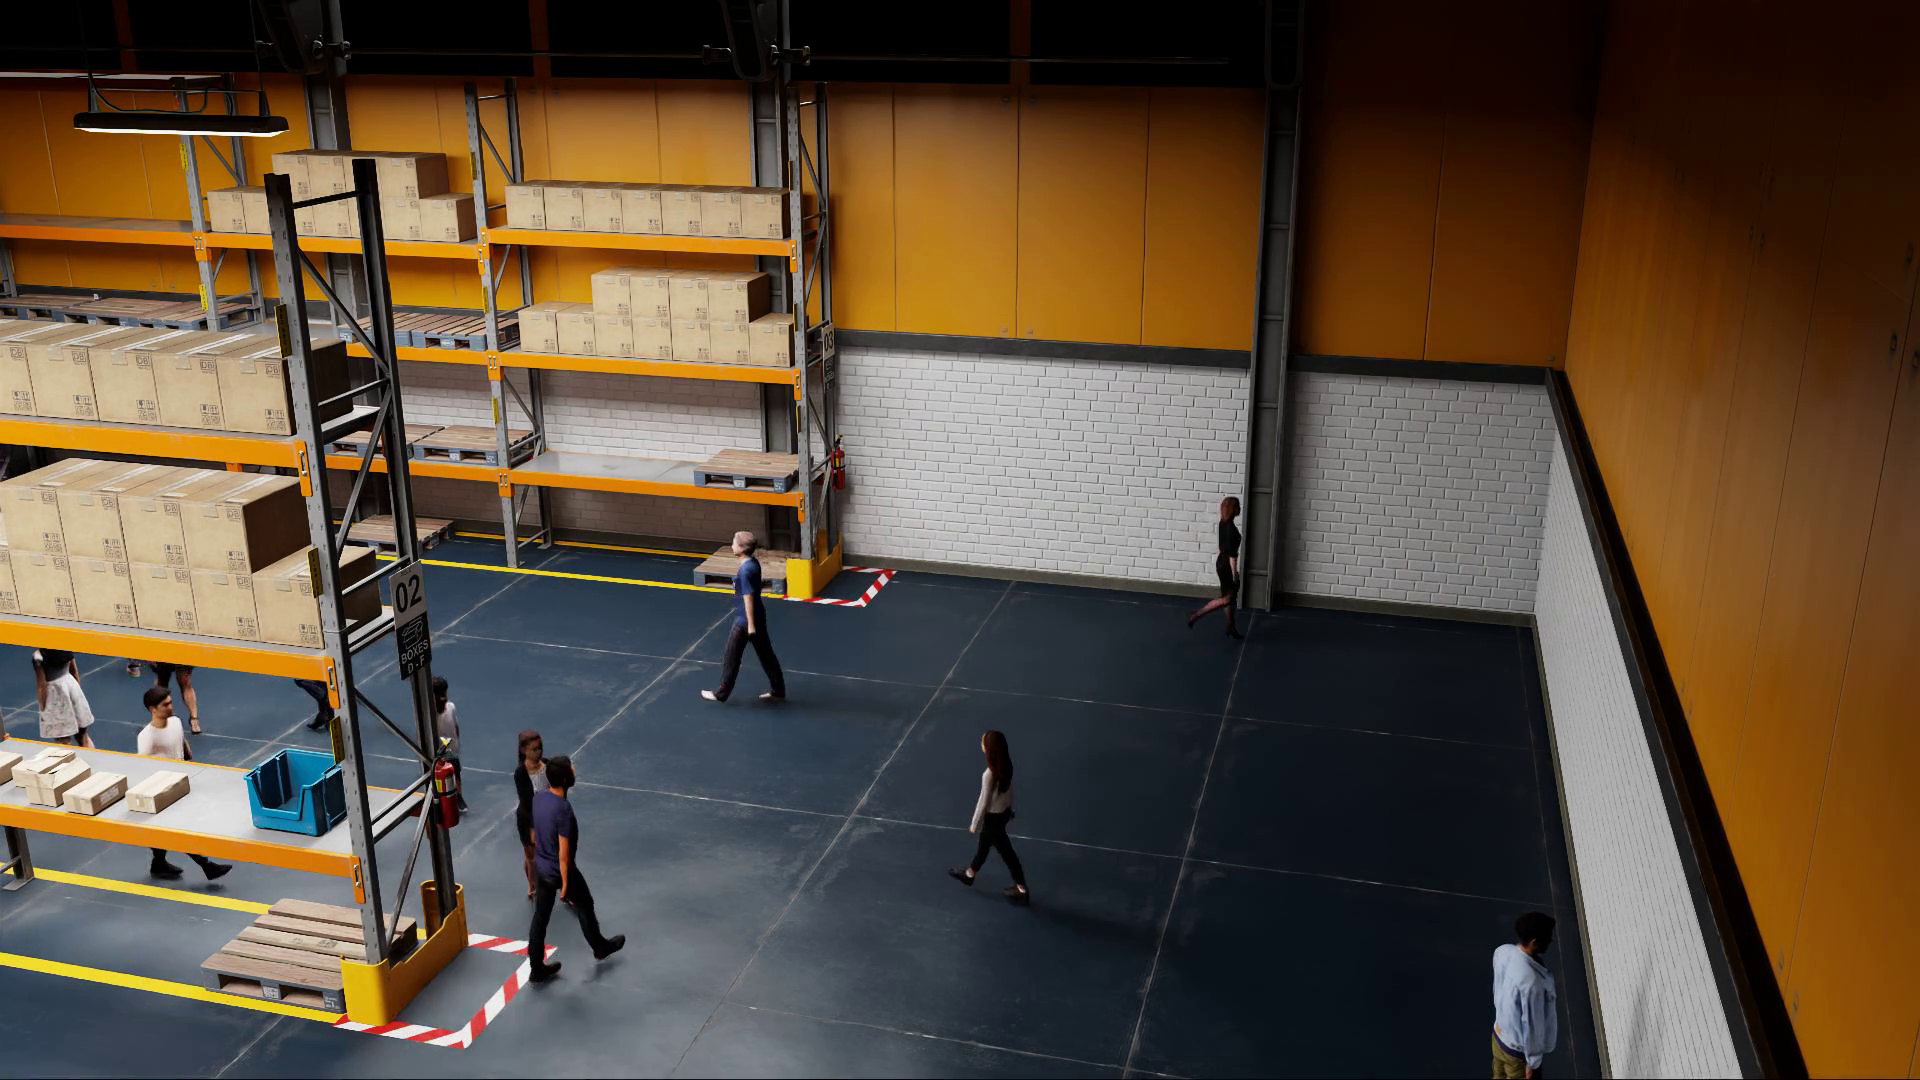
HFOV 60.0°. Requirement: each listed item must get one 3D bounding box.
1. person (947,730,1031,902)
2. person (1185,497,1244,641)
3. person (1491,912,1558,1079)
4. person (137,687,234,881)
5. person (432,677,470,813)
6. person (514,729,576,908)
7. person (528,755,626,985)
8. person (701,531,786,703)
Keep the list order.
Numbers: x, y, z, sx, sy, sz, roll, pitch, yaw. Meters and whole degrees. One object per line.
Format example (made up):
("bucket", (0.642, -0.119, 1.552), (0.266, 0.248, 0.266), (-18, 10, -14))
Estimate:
("person", (0.356, 2.251, 13.352), (1.006, 1.442, 0.681), (9, 20, 24))
("person", (2.922, 0.354, 18.602), (0.990, 1.687, 0.784), (-2, 19, -5))
("person", (3.431, 3.105, 10.237), (0.697, 1.810, 0.745), (-2, 19, -5))
("person", (-6.584, 2.011, 13.672), (1.052, 1.693, 0.757), (2, 19, 6))
("person", (-4.683, 1.810, 14.974), (0.797, 1.243, 0.916), (-14, 23, -35))
("person", (-3.442, 2.209, 13.324), (0.861, 1.539, 0.728), (15, 24, 38))
("person", (-3.051, 2.463, 12.234), (1.041, 1.754, 0.982), (14, 23, 36))
("person", (-2.051, 0.822, 16.984), (1.139, 1.833, 0.820), (1, 19, 2))
